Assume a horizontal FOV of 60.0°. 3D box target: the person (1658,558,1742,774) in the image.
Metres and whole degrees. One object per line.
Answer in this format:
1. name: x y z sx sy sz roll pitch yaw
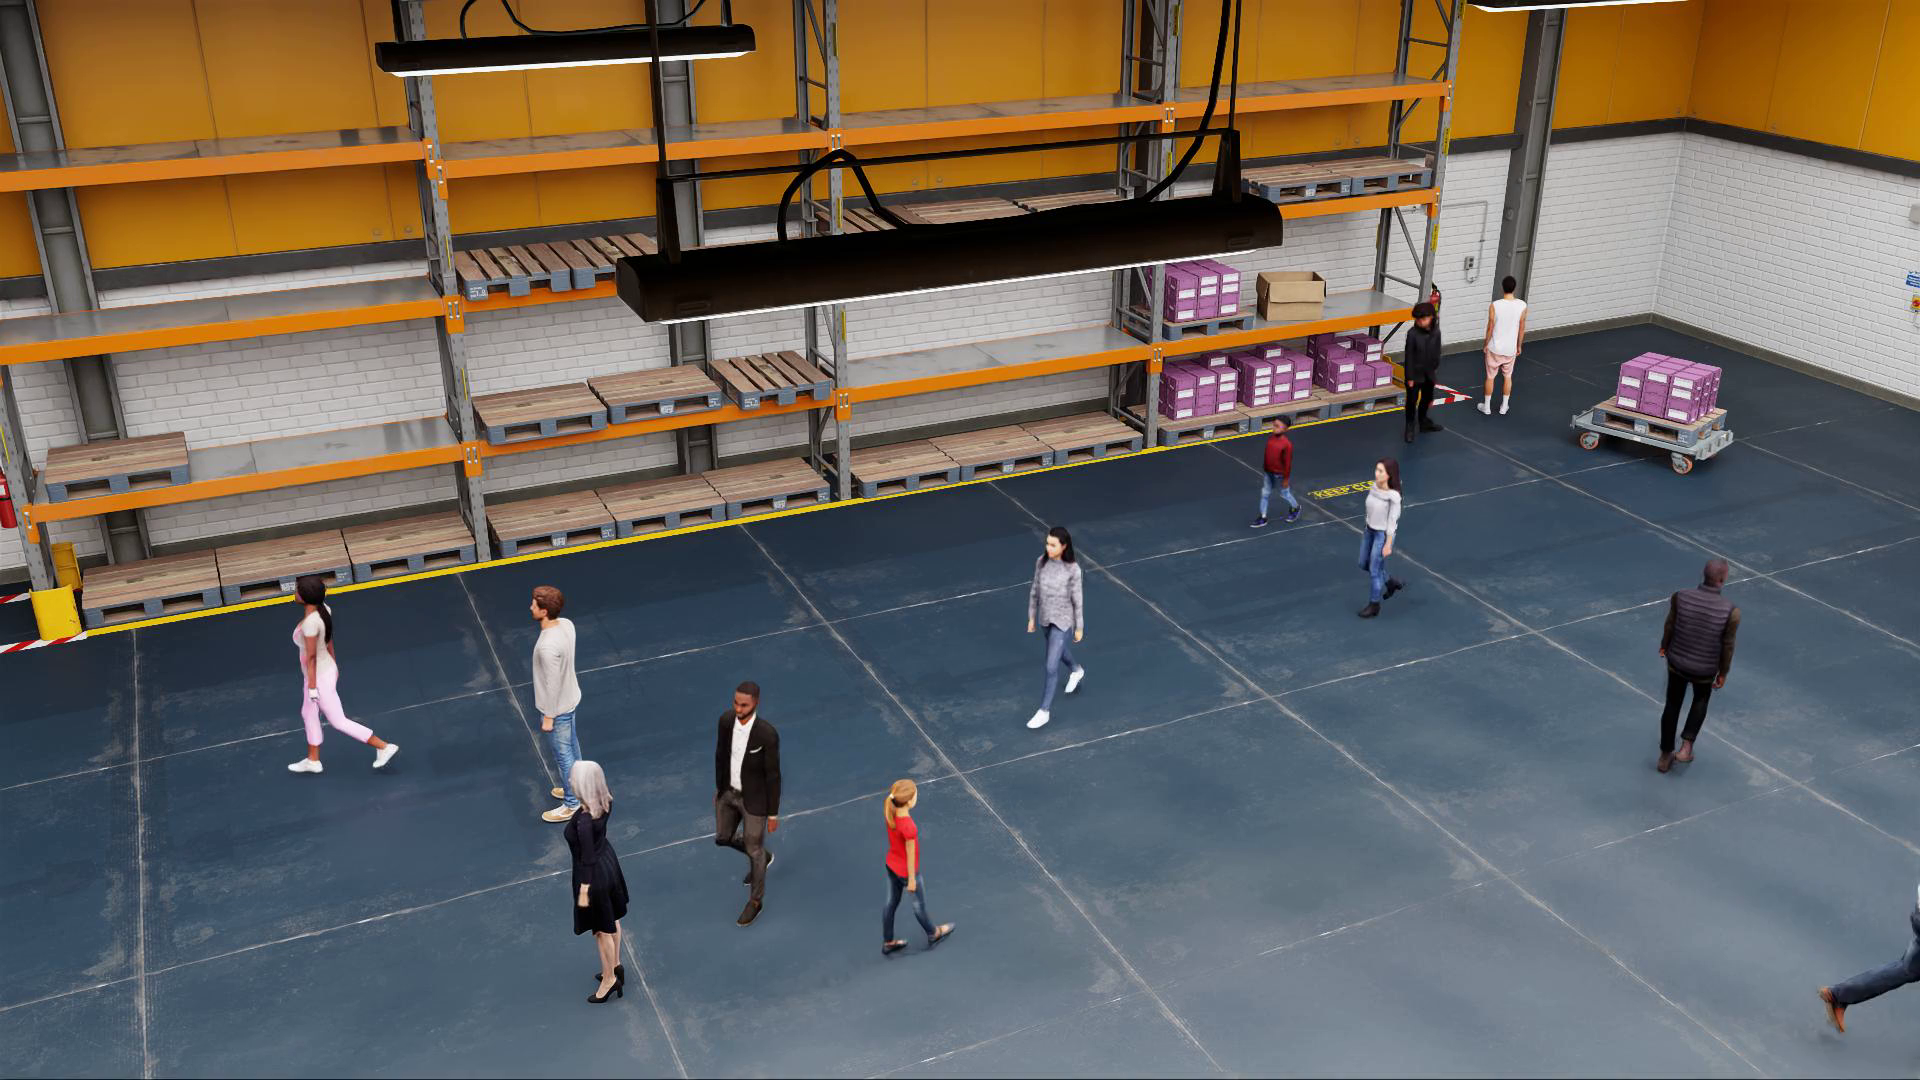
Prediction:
1. person: 5.733 1.022 13.077 0.849 1.820 0.864 15 28 30

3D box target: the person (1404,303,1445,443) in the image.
1. person: 5.610 -2.058 20.217 0.613 1.744 0.930 -13 27 -27

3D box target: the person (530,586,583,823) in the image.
1. person: -3.016 1.216 12.527 0.733 1.905 0.742 0 24 0

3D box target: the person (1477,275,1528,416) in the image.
1. person: 6.882 -2.468 21.100 0.674 1.789 0.788 1 24 3

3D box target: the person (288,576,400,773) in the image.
1. person: -4.915 1.099 13.043 1.183 1.707 0.828 -3 24 -7

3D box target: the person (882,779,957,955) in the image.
1. person: -0.430 2.194 11.047 0.774 1.300 0.571 -14 27 -29

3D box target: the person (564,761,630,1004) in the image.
1. person: -2.314 2.157 10.573 0.709 1.747 0.690 1 24 3

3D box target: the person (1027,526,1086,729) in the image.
1. person: 0.869 0.668 14.048 1.002 1.691 1.267 18 29 35

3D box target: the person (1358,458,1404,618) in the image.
1. person: 4.039 -0.033 15.744 0.763 1.618 0.671 -7 25 -15

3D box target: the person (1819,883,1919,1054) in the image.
1. person: 5.809 2.343 10.058 1.230 1.817 1.122 6 24 14

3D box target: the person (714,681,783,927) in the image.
1. person: -1.433 1.746 11.455 0.932 1.793 1.002 14 27 29

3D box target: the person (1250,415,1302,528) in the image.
1. person: 3.450 -0.745 17.847 0.883 1.237 0.588 -15 28 -31
